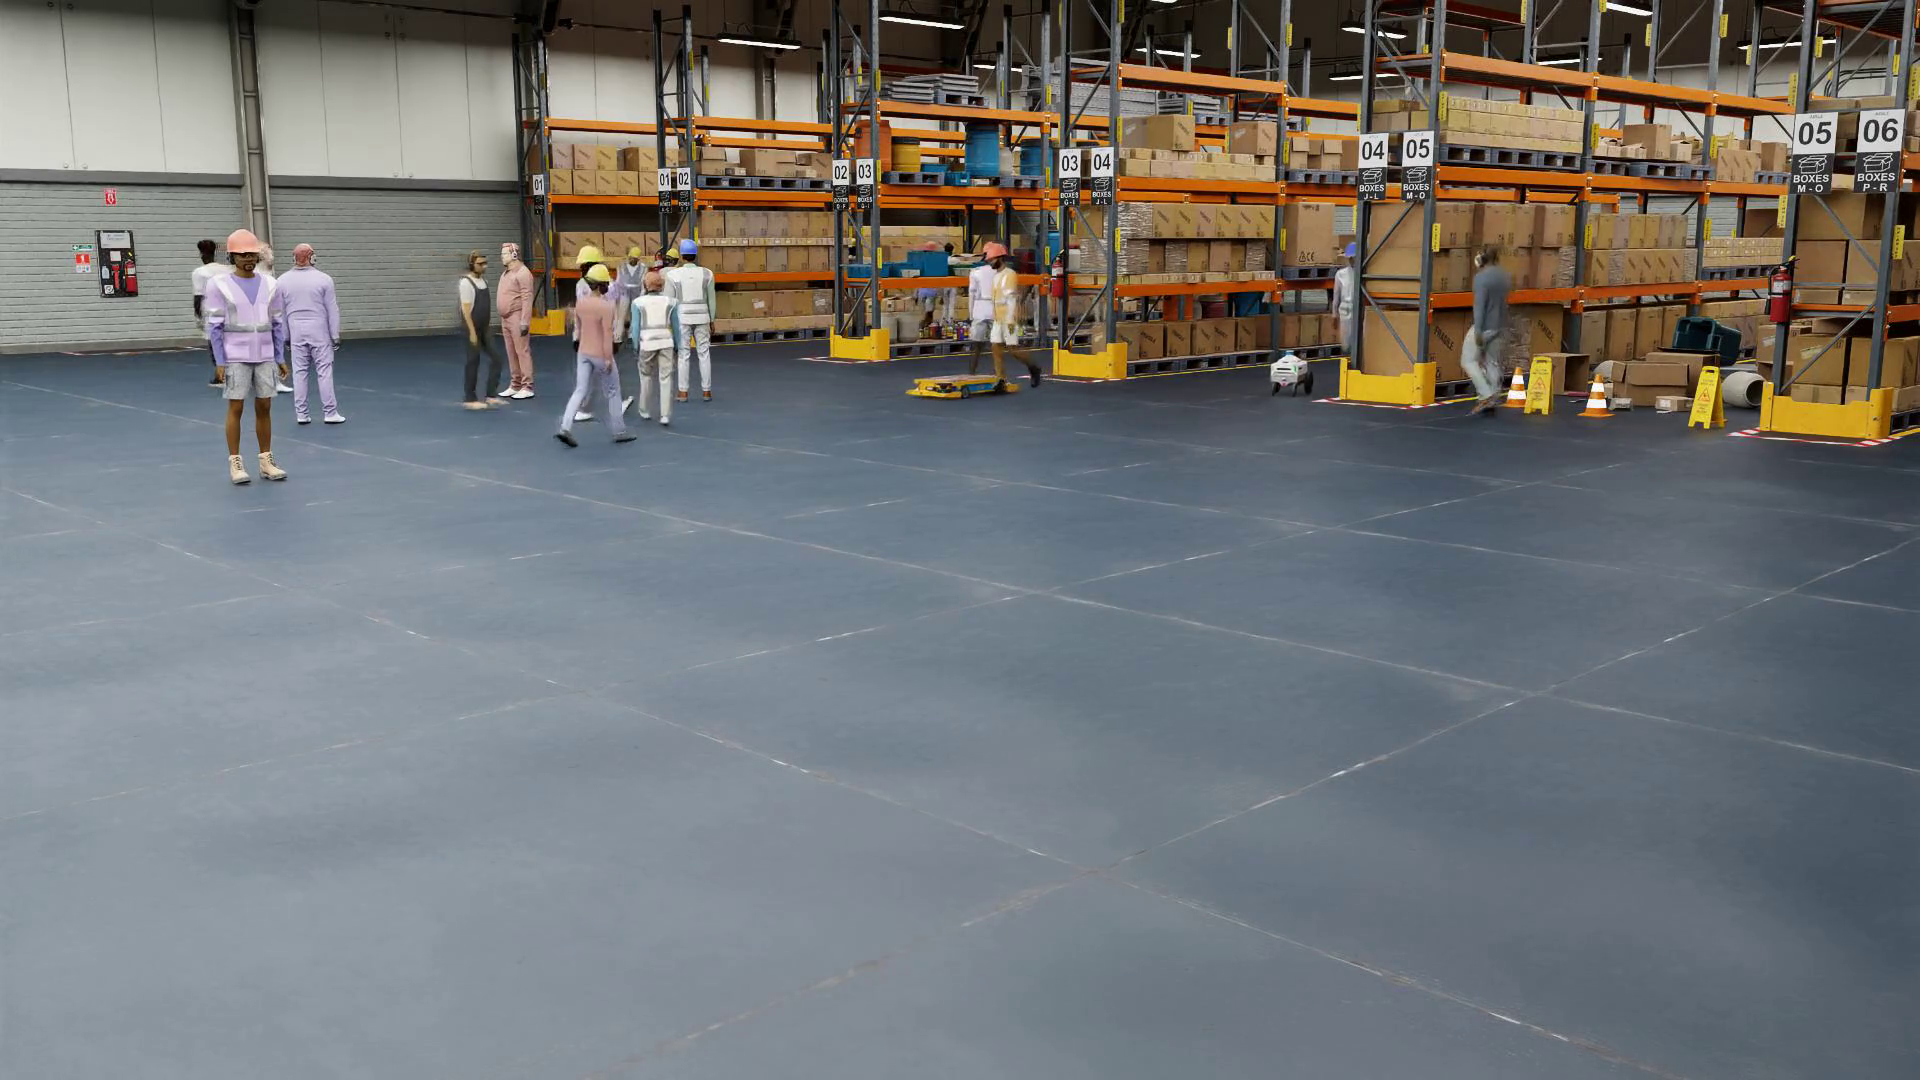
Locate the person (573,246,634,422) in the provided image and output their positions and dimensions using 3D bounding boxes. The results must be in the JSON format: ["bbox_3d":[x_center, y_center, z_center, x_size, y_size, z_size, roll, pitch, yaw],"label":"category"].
[{"bbox_3d":[-3.964,-2.279,18.279,0.600,1.892,0.932,9,14,41],"label":"person"}]

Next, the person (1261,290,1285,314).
[{"bbox_3d":[6.170,-4.980,32.990,0.566,1.888,0.959,9,14,41],"label":"person"}]

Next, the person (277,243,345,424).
[{"bbox_3d":[-6.913,-2.191,17.732,0.640,1.913,0.409,0,10,0],"label":"person"}]

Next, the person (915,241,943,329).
[{"bbox_3d":[-0.607,-4.500,30.373,0.558,1.904,0.954,7,13,35],"label":"person"}]

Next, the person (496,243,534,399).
[{"bbox_3d":[-5.511,-2.705,20.544,0.409,1.907,0.651,-9,13,-39],"label":"person"}]

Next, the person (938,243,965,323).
[{"bbox_3d":[-0.166,-5.143,34.027,0.525,1.844,0.783,3,11,16],"label":"person"}]

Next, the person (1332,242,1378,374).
[{"bbox_3d":[5.249,-2.980,22.028,0.624,1.926,0.701,6,12,30],"label":"person"}]

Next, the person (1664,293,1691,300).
[{"bbox_3d":[13.637,-4.696,31.443,0.596,1.893,0.679,9,14,41],"label":"person"}]

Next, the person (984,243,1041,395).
[{"bbox_3d":[0.639,-2.809,21.124,0.761,1.903,0.580,-7,12,-32],"label":"person"}]

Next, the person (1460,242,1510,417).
[{"bbox_3d":[5.850,-2.339,18.518,0.631,1.923,0.434,-8,13,-38],"label":"person"}]

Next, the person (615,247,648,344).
[{"bbox_3d":[-6.051,-4.487,30.636,0.622,1.768,0.776,-2,11,-9],"label":"person"}]

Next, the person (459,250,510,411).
[{"bbox_3d":[-5.458,-2.399,19.094,0.643,1.821,0.534,3,11,16],"label":"person"}]

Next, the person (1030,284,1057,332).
[{"bbox_3d":[1.686,-5.149,34.646,0.602,1.616,0.348,-7,13,-34],"label":"person"}]

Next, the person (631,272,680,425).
[{"bbox_3d":[-3.261,-2.046,17.763,0.531,1.605,0.799,-4,11,-18],"label":"person"}]

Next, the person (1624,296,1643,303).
[{"bbox_3d":[14.518,-5.538,36.041,0.876,1.896,0.577,6,12,28],"label":"person"}]

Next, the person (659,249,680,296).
[{"bbox_3d":[-4.957,-4.145,28.781,0.528,1.768,0.313,4,11,23],"label":"person"}]

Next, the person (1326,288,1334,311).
[{"bbox_3d":[7.831,-5.273,34.397,0.606,1.950,0.829,6,12,30],"label":"person"}]

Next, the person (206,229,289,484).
[{"bbox_3d":[-5.784,-1.494,13.565,0.388,2.045,0.605,10,14,42],"label":"person"}]

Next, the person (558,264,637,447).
[{"bbox_3d":[-3.521,-1.770,15.919,0.524,1.728,0.872,7,12,32],"label":"person"}]

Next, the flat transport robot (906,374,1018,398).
[{"bbox_3d":[0.037,-1.960,21.061,0.652,0.197,1.431,9,14,40],"label":"flat transport robot"}]

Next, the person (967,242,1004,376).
[{"bbox_3d":[0.342,-2.887,21.533,0.746,1.910,0.574,-1,10,-7],"label":"person"}]

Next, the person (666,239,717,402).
[{"bbox_3d":[-3.255,-2.660,20.178,0.605,1.951,0.380,-3,11,-18],"label":"person"}]

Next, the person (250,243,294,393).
[{"bbox_3d":[-8.793,-2.796,21.053,0.497,1.892,0.672,-2,11,-11],"label":"person"}]

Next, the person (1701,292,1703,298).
[{"bbox_3d":[14.974,-5.139,34.020,0.526,1.841,0.909,-10,14,-42],"label":"person"}]

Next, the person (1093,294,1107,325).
[{"bbox_3d":[2.916,-5.257,34.667,0.551,1.840,0.492,7,13,34],"label":"person"}]

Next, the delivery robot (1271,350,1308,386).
[{"bbox_3d":[4.192,-2.168,21.157,0.477,0.478,0.707,4,12,23],"label":"delivery robot"}]

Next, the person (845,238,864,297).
[{"bbox_3d":[-2.258,-5.466,35.543,0.367,1.927,0.587,-9,14,-42],"label":"person"}]

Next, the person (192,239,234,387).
[{"bbox_3d":[-9.900,-3.013,22.091,0.418,1.949,0.645,6,12,30],"label":"person"}]
